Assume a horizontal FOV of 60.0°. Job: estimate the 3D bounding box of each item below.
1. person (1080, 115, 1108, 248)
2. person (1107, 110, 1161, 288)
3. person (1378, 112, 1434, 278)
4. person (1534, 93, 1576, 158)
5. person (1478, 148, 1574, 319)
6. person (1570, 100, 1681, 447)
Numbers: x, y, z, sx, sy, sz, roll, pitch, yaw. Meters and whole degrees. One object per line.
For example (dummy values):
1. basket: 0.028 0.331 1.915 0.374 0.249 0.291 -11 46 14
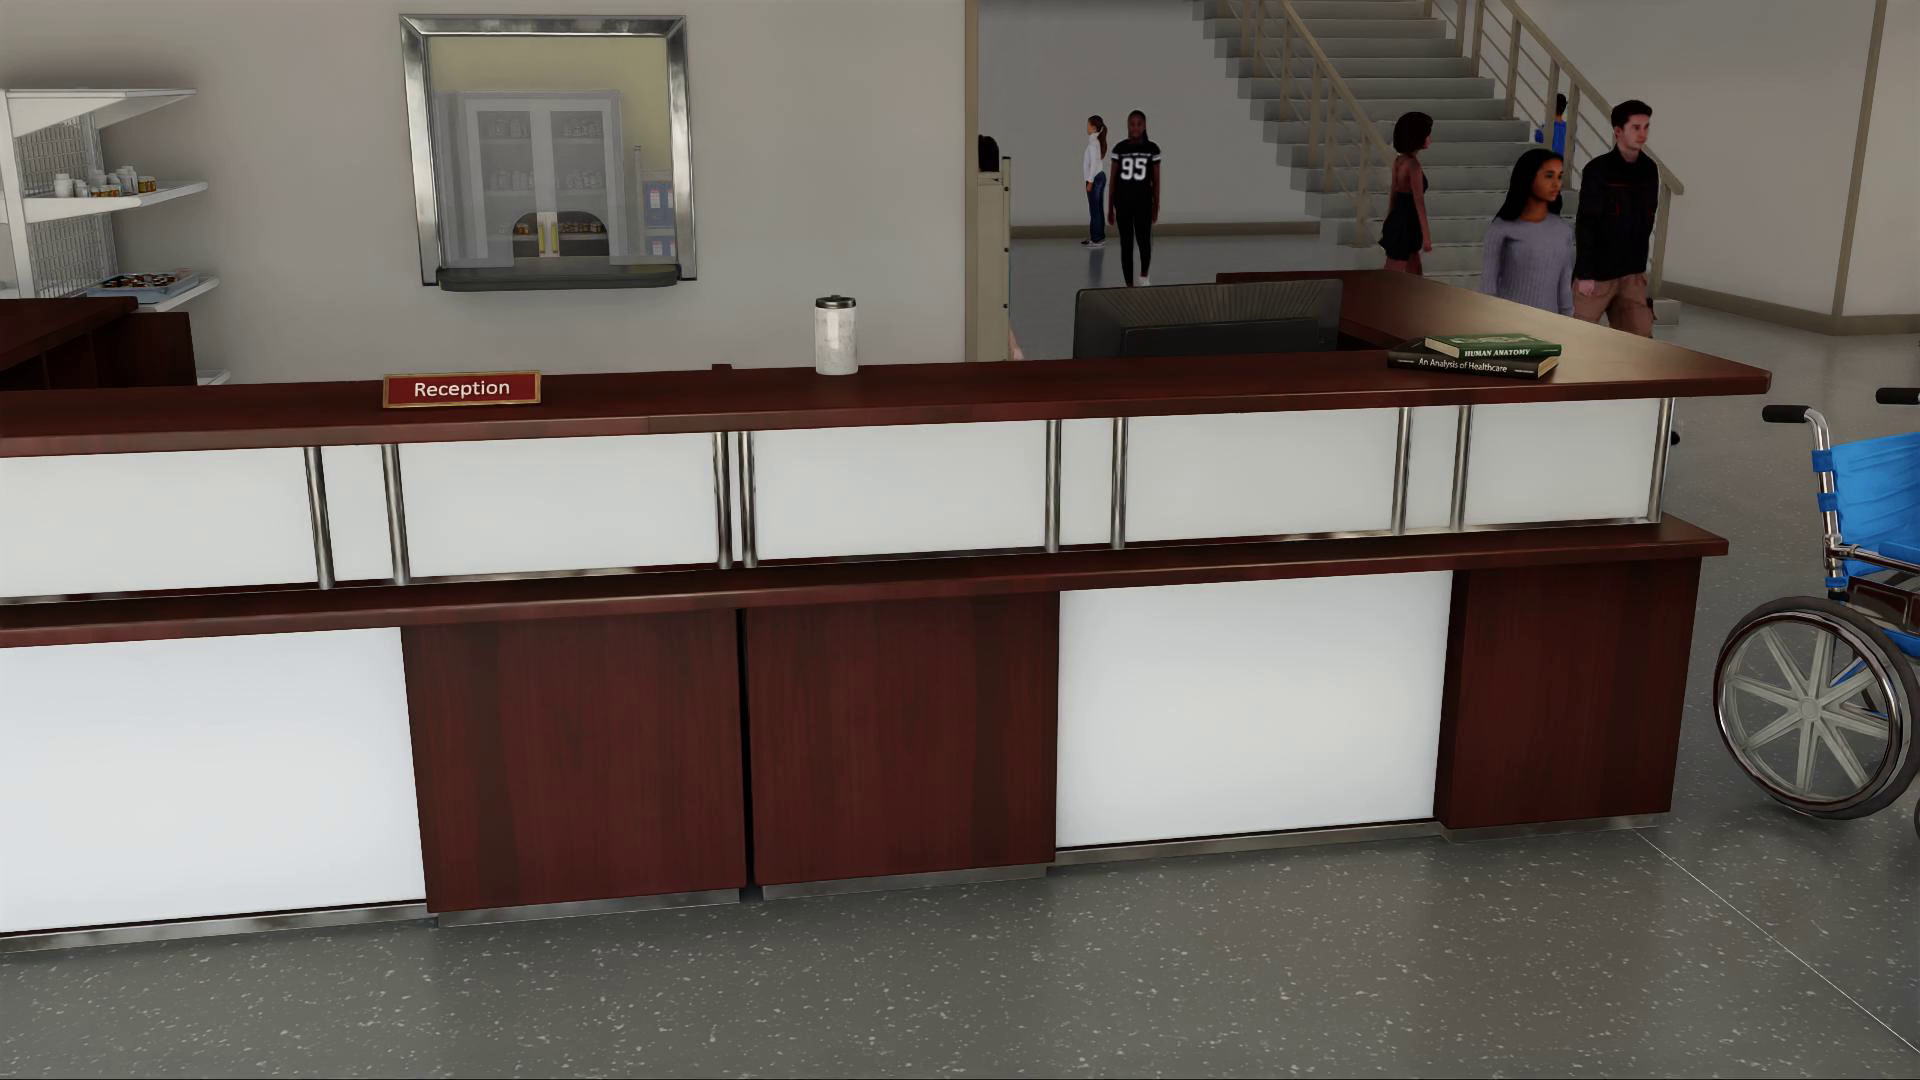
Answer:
1. person: 1.657 -4.384 20.291 0.679 1.557 0.592 6 17 20
2. person: 1.597 -3.049 15.259 0.745 1.718 0.810 4 16 12
3. person: 3.162 -2.216 12.220 0.727 1.765 0.877 -1 16 -3
4. person: 5.830 -3.382 16.263 0.699 1.815 1.250 -4 16 -14
5. person: 2.561 -0.939 7.762 0.666 1.727 0.618 -5 16 -16
6. person: 3.556 -1.442 9.290 0.823 1.866 1.263 -5 17 -17
